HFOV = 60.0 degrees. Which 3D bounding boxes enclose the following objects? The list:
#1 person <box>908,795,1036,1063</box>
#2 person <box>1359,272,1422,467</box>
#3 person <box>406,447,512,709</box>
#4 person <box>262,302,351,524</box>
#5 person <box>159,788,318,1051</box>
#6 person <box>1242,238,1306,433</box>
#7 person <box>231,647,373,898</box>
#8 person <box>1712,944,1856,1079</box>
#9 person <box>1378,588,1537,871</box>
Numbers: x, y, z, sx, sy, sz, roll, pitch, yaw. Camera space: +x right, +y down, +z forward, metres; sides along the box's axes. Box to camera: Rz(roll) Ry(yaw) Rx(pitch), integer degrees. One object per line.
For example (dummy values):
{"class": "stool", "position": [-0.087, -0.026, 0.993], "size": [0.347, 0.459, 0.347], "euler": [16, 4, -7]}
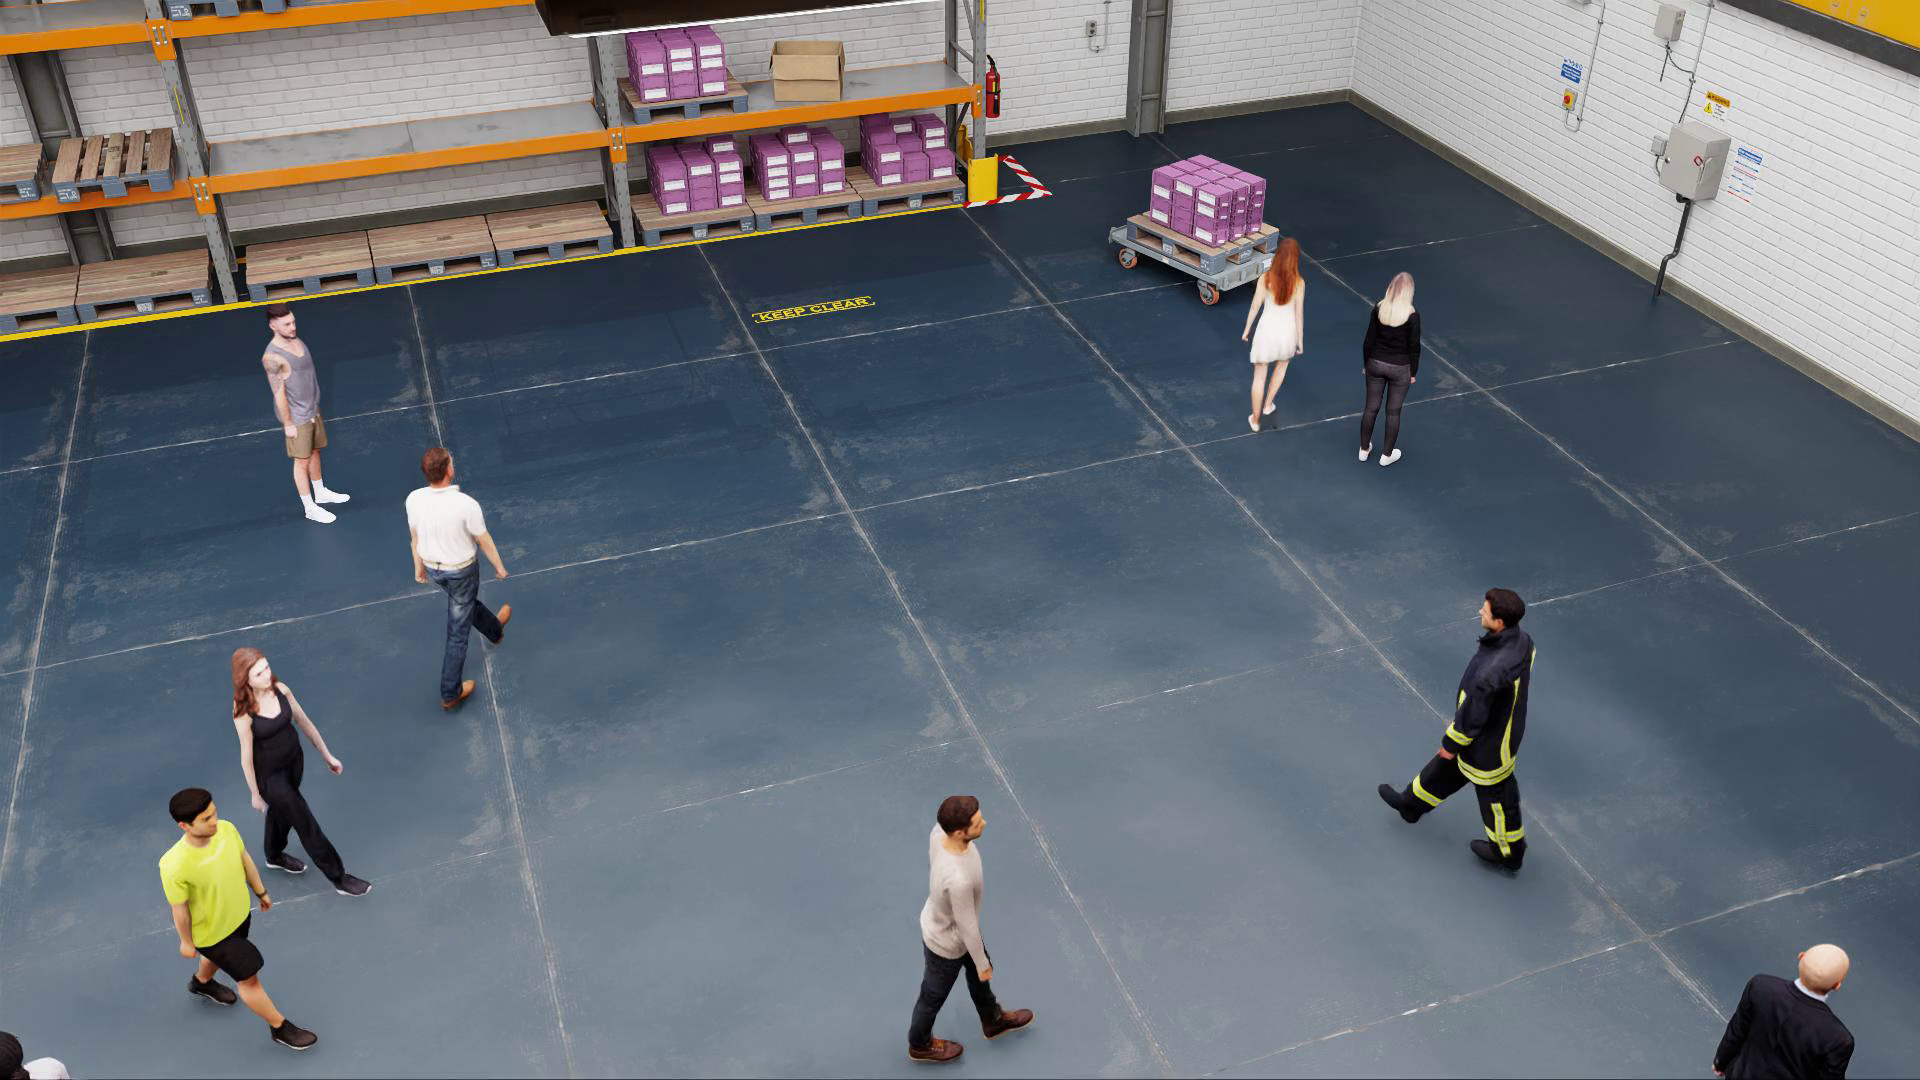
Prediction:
{"class": "person", "position": [-0.138, 1.997, 8.394], "size": [1.008, 1.841, 0.829], "euler": [-4, 34, -6]}
{"class": "person", "position": [3.514, -1.400, 13.645], "size": [0.698, 1.686, 0.729], "euler": [19, 38, 26]}
{"class": "person", "position": [-3.397, 0.286, 10.998], "size": [1.246, 1.808, 1.223], "euler": [10, 35, 14]}
{"class": "person", "position": [-5.156, -1.018, 12.981], "size": [0.725, 1.838, 0.713], "euler": [3, 34, 4]}
{"class": "person", "position": [-3.917, 1.941, 8.638], "size": [1.187, 1.664, 1.046], "euler": [8, 35, 13]}
{"class": "person", "position": [2.678, -1.695, 14.089], "size": [0.833, 1.685, 0.907], "euler": [5, 34, 7]}
{"class": "person", "position": [-3.994, 1.305, 9.554], "size": [1.113, 1.709, 0.978], "euler": [8, 35, 12]}
{"class": "person", "position": [3.727, 2.518, 7.648], "size": [0.692, 1.799, 0.759], "euler": [-24, 40, -31]}
{"class": "person", "position": [3.141, 1.151, 9.641], "size": [1.298, 1.870, 1.278], "euler": [18, 38, 25]}
